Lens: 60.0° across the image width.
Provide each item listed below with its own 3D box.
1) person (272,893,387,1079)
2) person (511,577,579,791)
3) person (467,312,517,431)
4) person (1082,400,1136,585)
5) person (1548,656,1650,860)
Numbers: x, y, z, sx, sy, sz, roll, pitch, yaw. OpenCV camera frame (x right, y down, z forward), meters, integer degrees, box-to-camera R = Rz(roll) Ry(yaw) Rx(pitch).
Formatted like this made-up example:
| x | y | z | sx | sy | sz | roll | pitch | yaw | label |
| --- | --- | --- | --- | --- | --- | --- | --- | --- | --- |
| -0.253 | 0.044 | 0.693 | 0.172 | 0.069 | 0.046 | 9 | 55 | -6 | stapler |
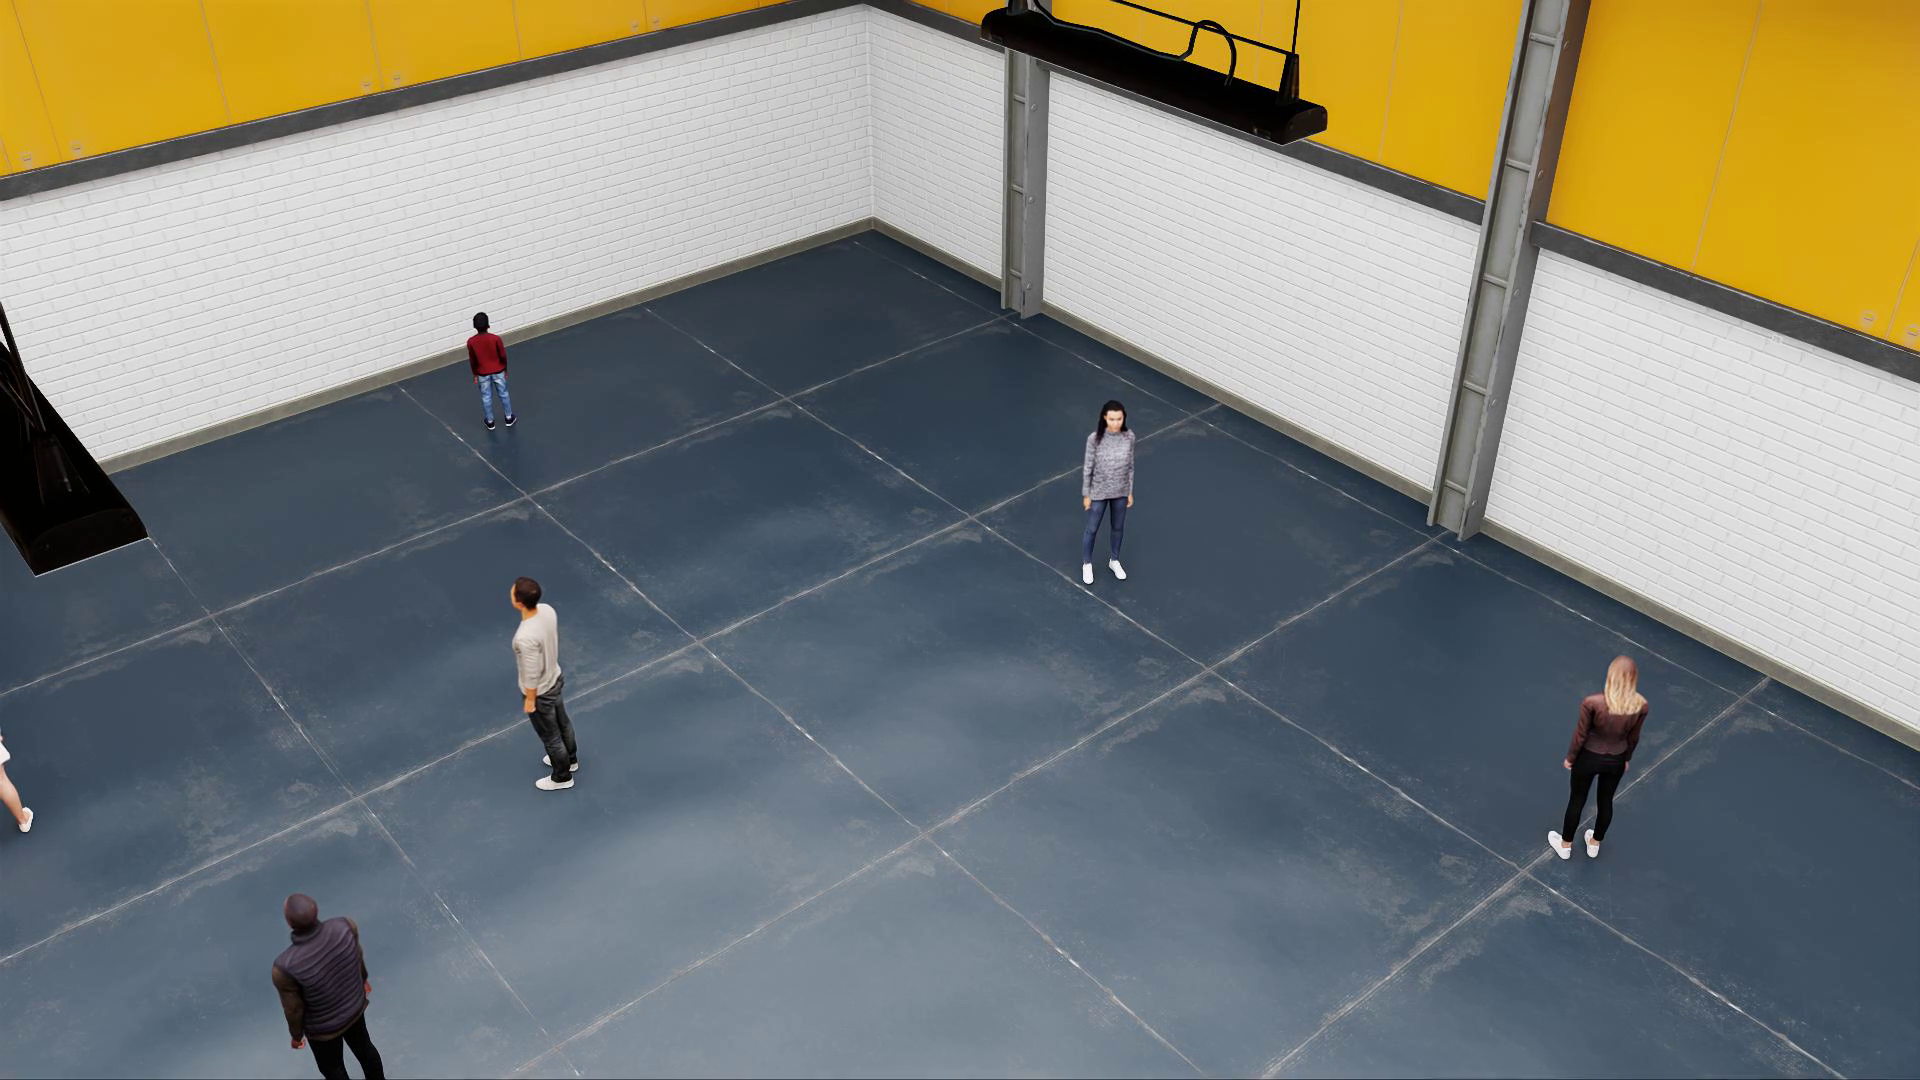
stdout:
| x | y | z | sx | sy | sz | roll | pitch | yaw | label |
| --- | --- | --- | --- | --- | --- | --- | --- | --- | --- |
| -3.581 | 2.694 | 9.489 | 0.690 | 1.836 | 0.760 | 19 | 38 | 26 | person |
| -3.007 | 1.030 | 12.015 | 0.778 | 1.811 | 0.727 | 4 | 34 | 6 | person |
| -4.700 | -1.702 | 16.626 | 0.573 | 1.256 | 0.587 | -9 | 35 | -14 | person |
| 1.277 | -0.434 | 14.289 | 0.686 | 1.733 | 0.680 | -7 | 34 | -10 | person |
| 4.391 | 1.502 | 11.400 | 0.673 | 1.705 | 0.709 | 0 | 34 | 0 | person |
